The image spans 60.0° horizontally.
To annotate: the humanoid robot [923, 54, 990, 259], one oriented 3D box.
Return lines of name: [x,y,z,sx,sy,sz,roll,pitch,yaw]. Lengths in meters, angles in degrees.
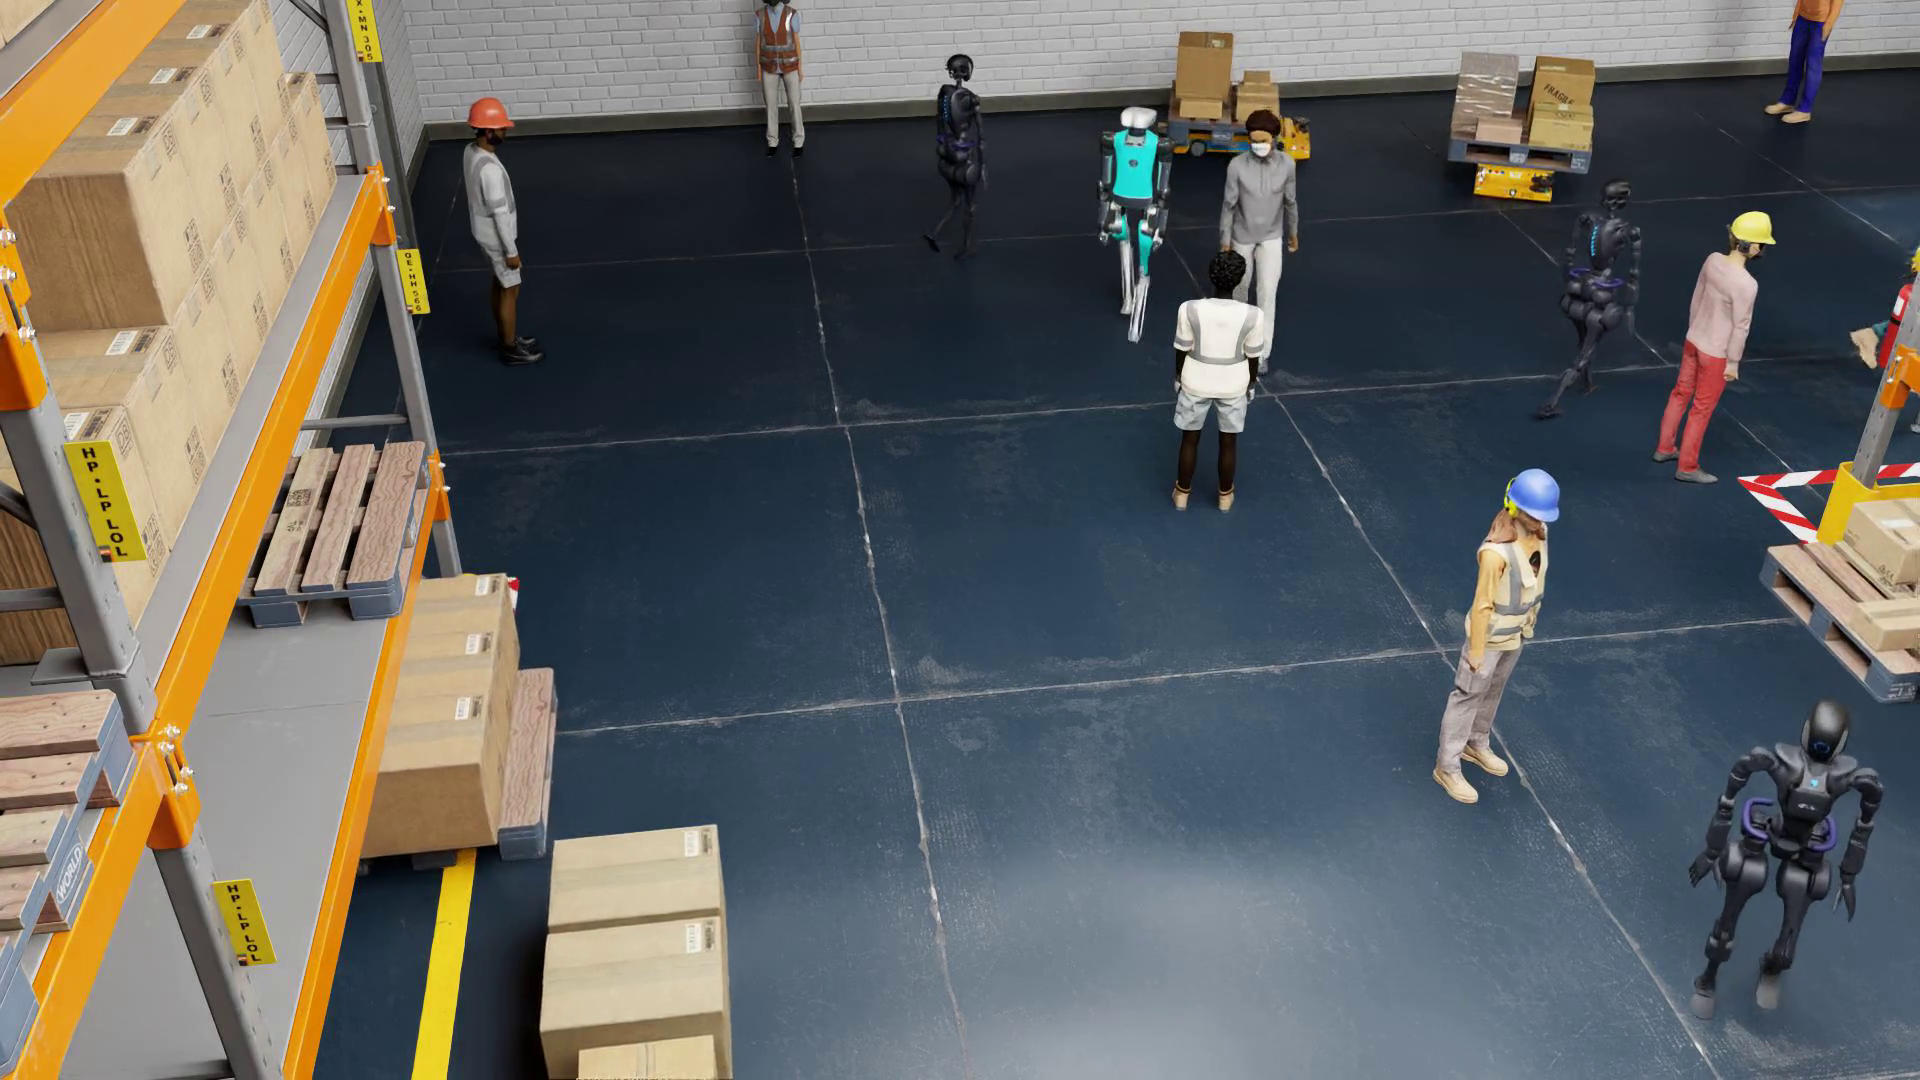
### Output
humanoid robot: [-0.032,-3.020,13.192,0.419,1.639,0.609,-24,40,-32]

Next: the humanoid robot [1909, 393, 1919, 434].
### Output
humanoid robot: [6.513,-1.371,10.681,0.770,1.848,0.538,13,35,18]

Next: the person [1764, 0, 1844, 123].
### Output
person: [8.227,-5.040,16.024,0.401,1.973,0.515,-10,34,-15]

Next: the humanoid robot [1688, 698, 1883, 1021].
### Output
humanoid robot: [3.285,1.259,6.646,0.616,1.659,0.423,11,35,16]

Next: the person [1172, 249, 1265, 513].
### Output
person: [1.531,-0.928,9.974,0.533,1.691,0.319,4,33,6]

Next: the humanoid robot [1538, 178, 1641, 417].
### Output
humanoid robot: [4.219,-1.622,11.098,0.781,1.636,0.603,-20,38,-28]

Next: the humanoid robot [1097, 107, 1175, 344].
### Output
humanoid robot: [1.279,-2.333,12.092,0.538,1.763,0.923,9,34,13]

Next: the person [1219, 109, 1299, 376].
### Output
person: [2.104,-2.151,11.718,0.579,1.839,0.933,1,33,2]

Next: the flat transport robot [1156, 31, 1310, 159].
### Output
flat transport robot: [2.575,-3.827,15.717,1.431,0.231,0.659,4,33,7]

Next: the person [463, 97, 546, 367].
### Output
person: [-3.199,-2.138,11.616,0.390,1.927,0.548,-17,37,-24]

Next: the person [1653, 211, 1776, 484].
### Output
person: [4.685,-1.198,10.321,0.327,1.765,0.524,-5,33,-7]

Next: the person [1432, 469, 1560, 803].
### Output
person: [2.542,0.436,7.803,0.484,1.775,0.309,-27,42,-35]

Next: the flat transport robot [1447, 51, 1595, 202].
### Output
flat transport robot: [5.043,-3.437,15.120,0.659,0.231,1.431,9,34,14]

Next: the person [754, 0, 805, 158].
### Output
person: [-1.646,-4.320,15.179,0.427,1.680,0.308,1,33,2]

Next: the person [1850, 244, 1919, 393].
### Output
person: [6.625,-1.869,11.285,0.606,1.843,0.527,17,37,24]
